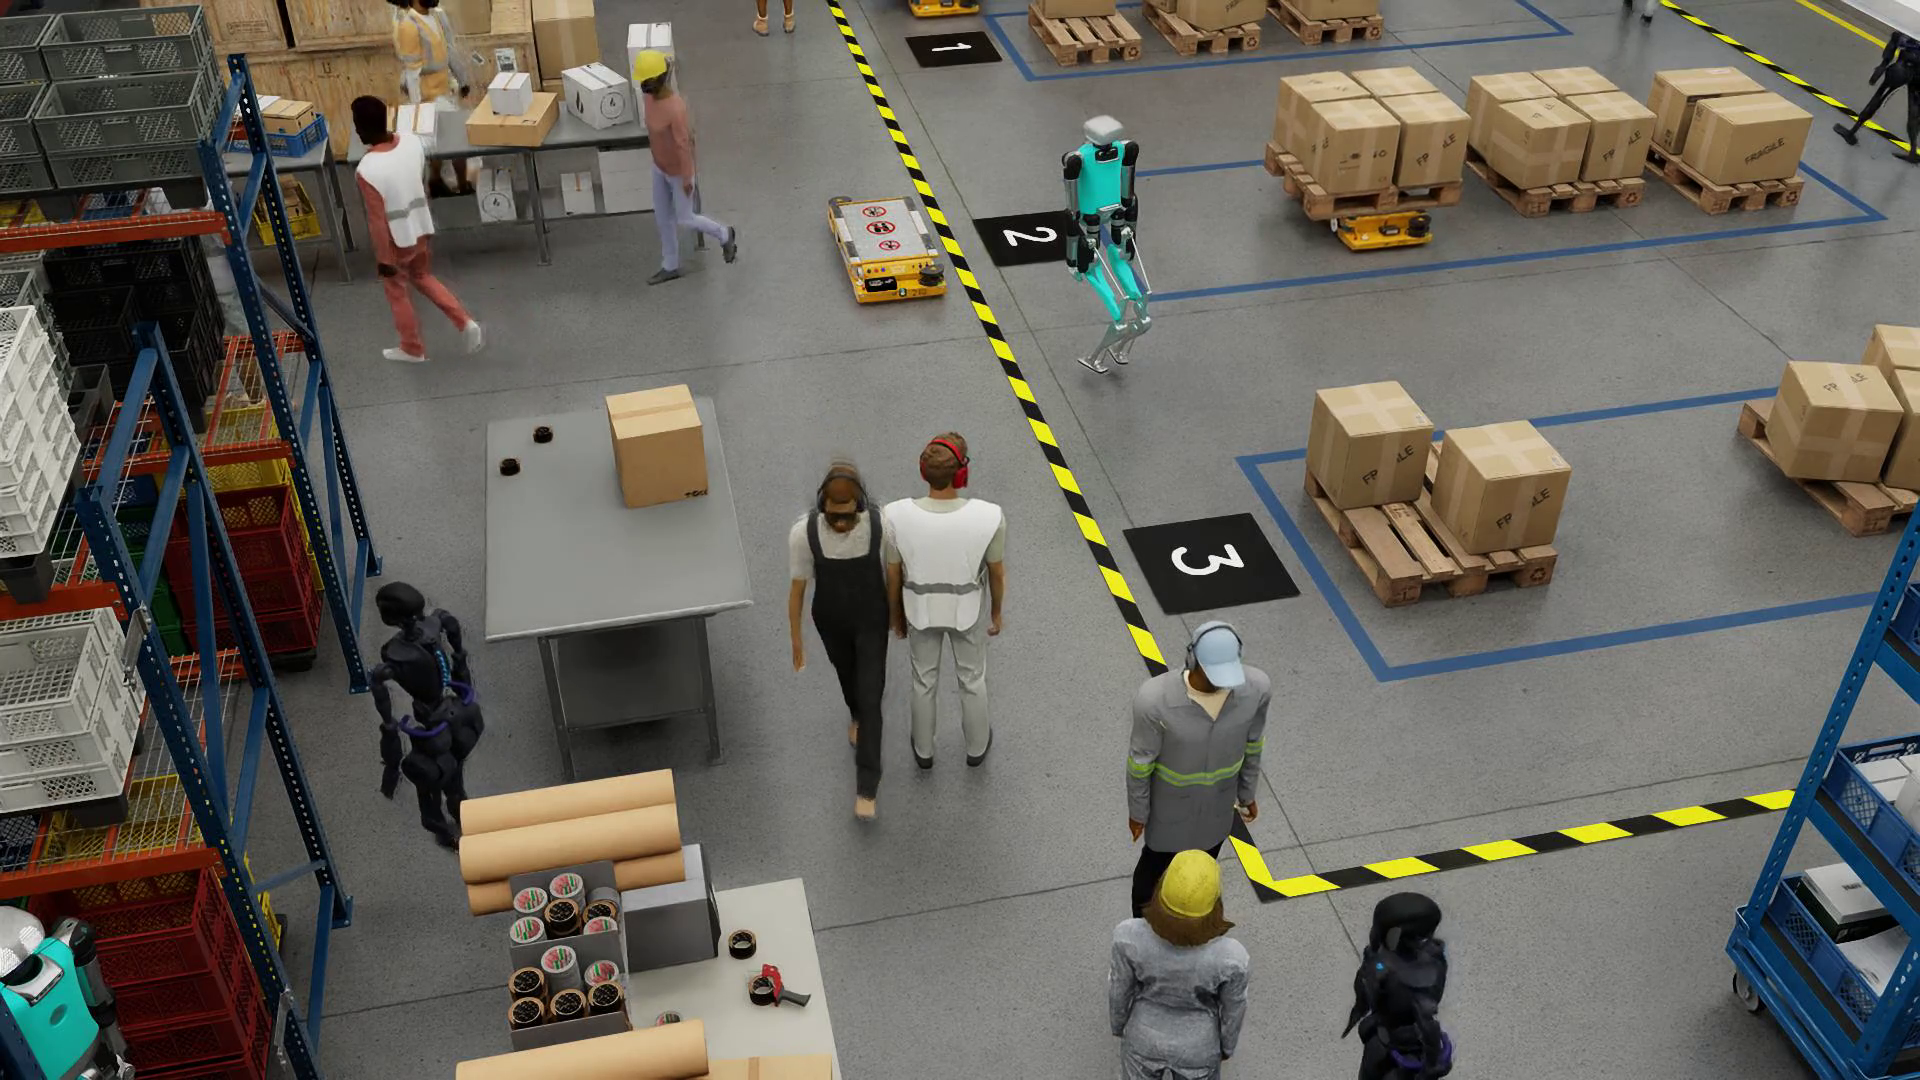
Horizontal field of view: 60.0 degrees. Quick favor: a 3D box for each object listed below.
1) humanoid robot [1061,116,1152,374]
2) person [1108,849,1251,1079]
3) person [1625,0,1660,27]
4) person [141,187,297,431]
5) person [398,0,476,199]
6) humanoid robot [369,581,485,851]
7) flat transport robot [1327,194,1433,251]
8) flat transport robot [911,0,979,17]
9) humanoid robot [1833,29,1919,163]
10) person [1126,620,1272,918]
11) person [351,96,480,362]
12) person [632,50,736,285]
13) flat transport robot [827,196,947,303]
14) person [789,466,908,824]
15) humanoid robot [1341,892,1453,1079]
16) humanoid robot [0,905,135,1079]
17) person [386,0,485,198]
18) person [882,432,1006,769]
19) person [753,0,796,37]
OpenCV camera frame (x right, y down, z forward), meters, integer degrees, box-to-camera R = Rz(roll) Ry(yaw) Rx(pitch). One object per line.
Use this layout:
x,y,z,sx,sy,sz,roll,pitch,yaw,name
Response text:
1.002,-1.817,10.656,0.533,1.673,0.735,-17,40,-22,humanoid robot
0.766,1.748,5.968,0.486,1.743,0.295,8,37,11,person
6.953,-6.079,16.452,0.609,1.779,0.939,10,38,14,person
-4.596,-1.631,10.262,0.613,2.040,0.389,13,39,17,person
-3.955,-3.464,12.835,0.739,1.908,0.569,2,37,3,person
-2.218,0.847,7.243,0.585,1.636,0.584,14,39,19,humanoid robot
3.142,-2.719,13.184,0.652,0.197,1.431,-8,37,-10,flat transport robot
-0.277,-5.788,17.309,0.652,0.197,1.431,-8,37,-10,flat transport robot
7.854,-3.986,13.764,0.589,1.620,0.778,-15,39,-19,humanoid robot
0.959,1.059,6.805,0.586,1.852,0.384,-9,38,-12,person
-3.616,-1.990,10.862,0.639,1.897,0.600,14,39,18,person
-2.015,-2.686,11.925,0.638,1.739,0.539,-27,44,-31,person
-0.570,-2.220,12.538,0.659,0.231,1.431,-8,37,-10,flat transport robot
-0.519,0.439,7.681,0.525,1.786,0.970,1,37,1,person
1.607,1.829,5.925,0.546,1.634,0.613,-6,37,-9,humanoid robot
-3.224,1.847,5.728,0.735,1.677,0.533,12,38,15,humanoid robot
-4.206,-3.627,13.153,0.734,1.797,0.625,-29,45,-33,person
-0.075,0.338,7.781,0.562,1.841,0.392,1,37,1,person
-1.853,-5.886,15.976,0.608,2.048,0.363,-10,38,-13,person
